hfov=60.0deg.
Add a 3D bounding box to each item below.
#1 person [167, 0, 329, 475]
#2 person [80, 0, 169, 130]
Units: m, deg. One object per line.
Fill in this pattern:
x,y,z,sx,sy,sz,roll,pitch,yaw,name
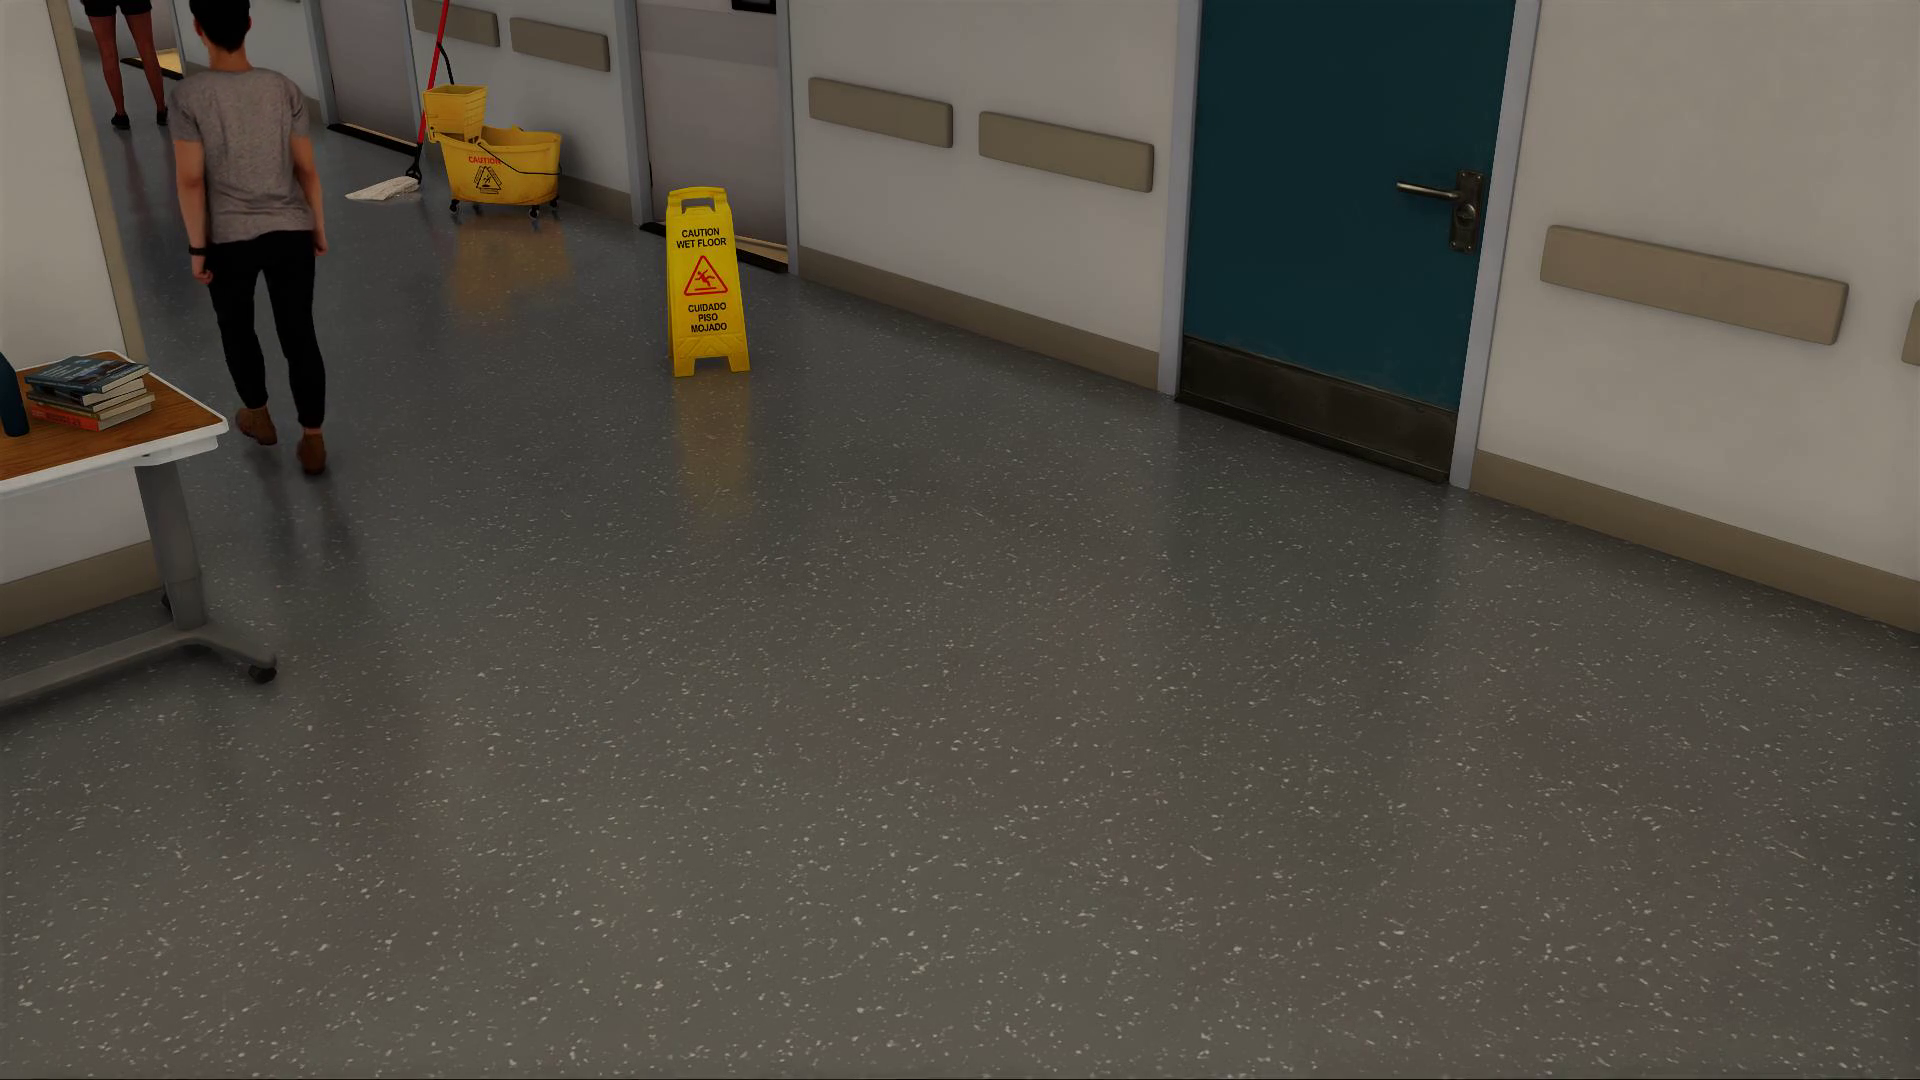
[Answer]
-2.410,-1.033,5.736,0.756,1.704,0.917,-15,29,-27,person
-5.668,-3.663,11.148,0.646,1.741,0.606,-13,29,-25,person
